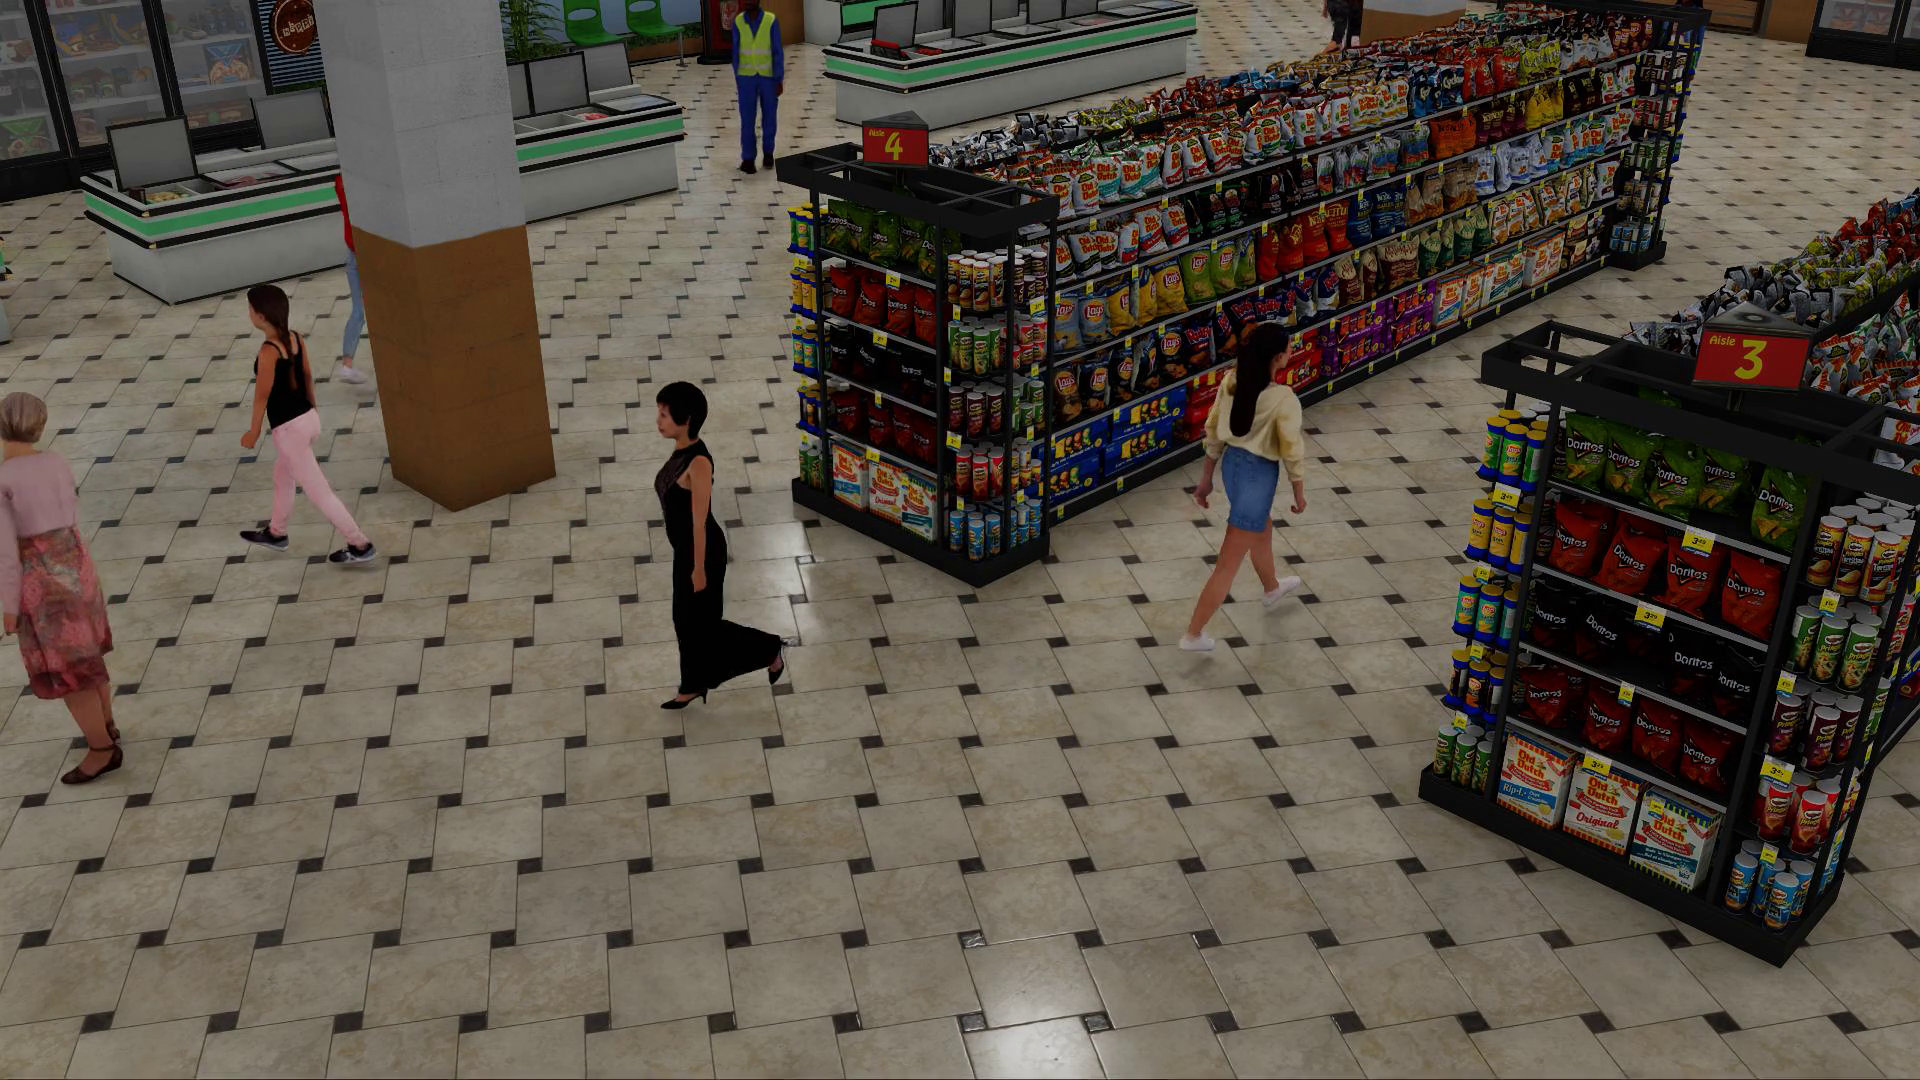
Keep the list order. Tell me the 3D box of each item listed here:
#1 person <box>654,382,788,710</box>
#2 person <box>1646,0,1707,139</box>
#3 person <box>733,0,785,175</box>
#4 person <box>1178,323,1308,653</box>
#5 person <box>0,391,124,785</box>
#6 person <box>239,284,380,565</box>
[{"bbox_3d":[-1.088,0.061,7.372,0.918,1.586,0.771,-11,29,-20],"label":"person"},{"bbox_3d":[7.215,-4.775,16.767,0.508,1.712,0.600,-23,35,-38],"label":"person"},{"bbox_3d":[-1.925,-4.480,16.114,1.147,1.777,1.192,-1,27,-1],"label":"person"},{"bbox_3d":[1.311,-0.192,7.882,1.243,1.576,0.739,-20,33,-33],"label":"person"},{"bbox_3d":[-3.781,0.210,6.994,0.837,1.662,0.744,-1,27,-2],"label":"person"},{"bbox_3d":[-3.397,-0.548,8.641,1.004,1.524,1.002,3,27,6],"label":"person"}]
